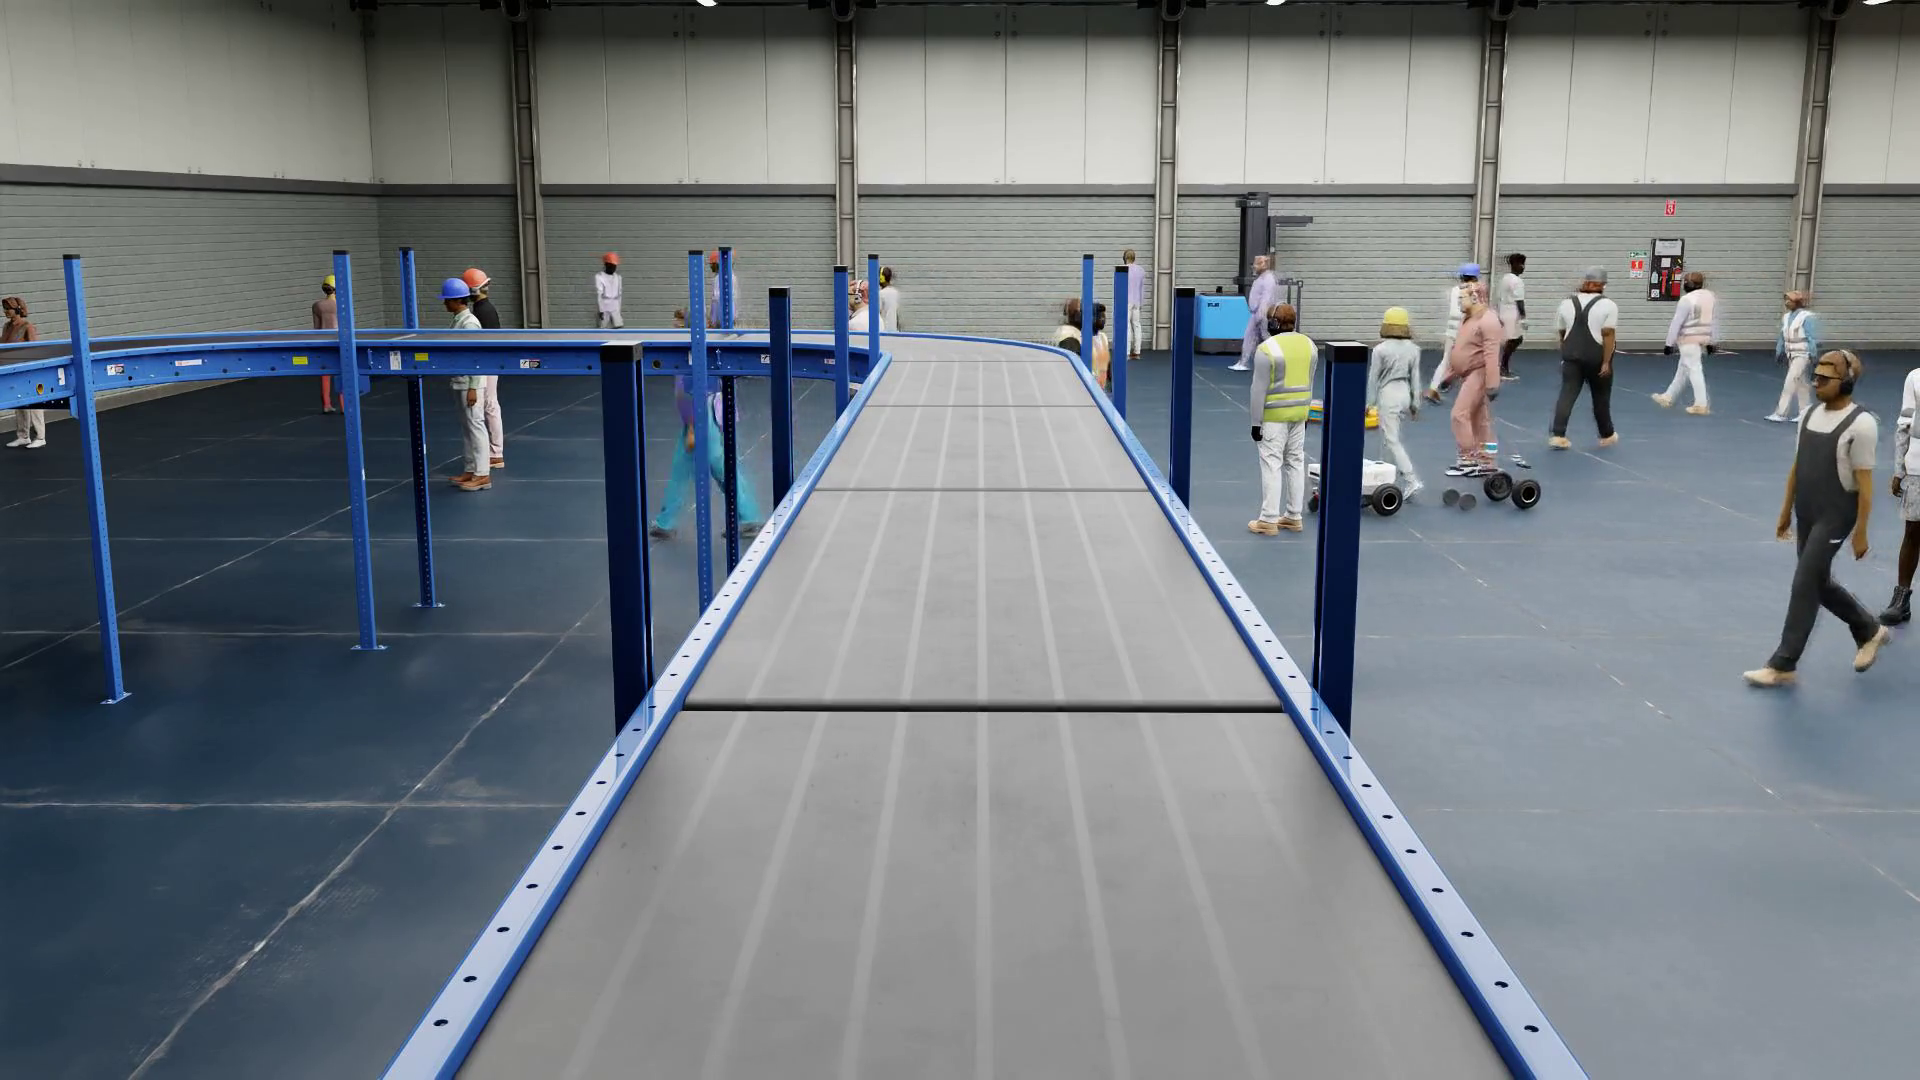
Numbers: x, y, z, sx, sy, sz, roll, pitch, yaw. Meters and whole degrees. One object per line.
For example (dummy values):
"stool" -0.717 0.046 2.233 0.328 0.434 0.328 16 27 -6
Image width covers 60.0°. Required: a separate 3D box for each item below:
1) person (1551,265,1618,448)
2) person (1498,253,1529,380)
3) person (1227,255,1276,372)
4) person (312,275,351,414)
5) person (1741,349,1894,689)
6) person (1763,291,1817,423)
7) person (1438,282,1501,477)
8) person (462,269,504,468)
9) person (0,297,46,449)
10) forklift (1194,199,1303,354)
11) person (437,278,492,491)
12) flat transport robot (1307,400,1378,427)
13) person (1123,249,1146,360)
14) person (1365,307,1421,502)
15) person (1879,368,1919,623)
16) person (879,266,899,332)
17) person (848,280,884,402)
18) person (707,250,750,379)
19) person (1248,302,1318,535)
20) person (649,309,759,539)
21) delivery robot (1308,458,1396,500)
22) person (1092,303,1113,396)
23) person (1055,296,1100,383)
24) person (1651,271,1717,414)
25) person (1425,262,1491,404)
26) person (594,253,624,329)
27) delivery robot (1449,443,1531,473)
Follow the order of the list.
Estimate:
"person" 6.829 -2.001 18.117 1.028 2.000 0.689 -9 14 -40
"person" 8.552 -3.444 25.659 0.436 1.949 0.614 1 11 4
"person" 4.713 -3.598 26.619 0.886 1.870 0.664 -1 11 -7
"person" -8.021 -2.504 21.327 0.518 1.757 0.337 1 11 6
"person" 4.692 -0.119 8.930 0.857 1.823 0.520 -2 11 -8
"person" 10.099 -2.219 20.235 0.770 1.597 0.536 -1 11 -4
"person" 4.901 -1.537 16.048 0.673 1.878 0.655 0 11 0
"person" -4.793 -1.721 16.713 0.392 1.985 0.609 -3 11 -14
"person" -10.216 -1.820 18.111 0.514 1.641 0.309 5 12 26
"forklift" 5.313 -4.851 30.603 1.873 2.768 1.129 0 11 1
"person" -4.568 -1.440 15.372 0.403 1.943 0.606 -6 13 -28
"flat transport robot" 4.617 -1.572 20.477 0.652 0.197 1.431 -8 14 -36
"person" 2.988 -4.153 29.327 0.632 1.938 0.359 -8 14 -35
"person" 3.912 -1.223 14.884 0.496 1.716 0.850 -5 12 -25
"person" 5.995 -0.423 10.165 0.542 1.938 0.358 10 15 41
"person" -0.977 -2.843 22.863 0.864 1.839 0.531 5 12 24
"person" -0.949 -1.514 15.856 0.409 1.908 0.642 2 11 11
"person" -3.644 -3.499 25.867 1.094 1.991 0.621 2 11 8
"person" 2.552 -0.975 13.289 0.619 1.836 0.430 -7 13 -31
"person" -2.039 -0.895 12.953 0.978 1.801 0.579 -4 12 -21
"delivery robot" 3.344 -0.543 14.205 0.707 0.478 0.477 -3 11 -15
"person" 1.372 -1.472 16.233 0.785 1.661 0.545 6 13 29
"person" 0.946 -1.281 14.930 0.863 1.811 0.632 1 11 6
"person" 9.307 -2.544 21.415 0.661 1.794 0.935 -7 13 -33
"person" 6.712 -2.767 22.325 0.997 1.906 0.614 -6 13 -30
"person" -5.866 -3.868 27.999 0.559 1.873 1.023 -9 14 -38
"delivery robot" 4.634 -0.732 14.514 0.698 0.223 0.335 -3 11 -15
